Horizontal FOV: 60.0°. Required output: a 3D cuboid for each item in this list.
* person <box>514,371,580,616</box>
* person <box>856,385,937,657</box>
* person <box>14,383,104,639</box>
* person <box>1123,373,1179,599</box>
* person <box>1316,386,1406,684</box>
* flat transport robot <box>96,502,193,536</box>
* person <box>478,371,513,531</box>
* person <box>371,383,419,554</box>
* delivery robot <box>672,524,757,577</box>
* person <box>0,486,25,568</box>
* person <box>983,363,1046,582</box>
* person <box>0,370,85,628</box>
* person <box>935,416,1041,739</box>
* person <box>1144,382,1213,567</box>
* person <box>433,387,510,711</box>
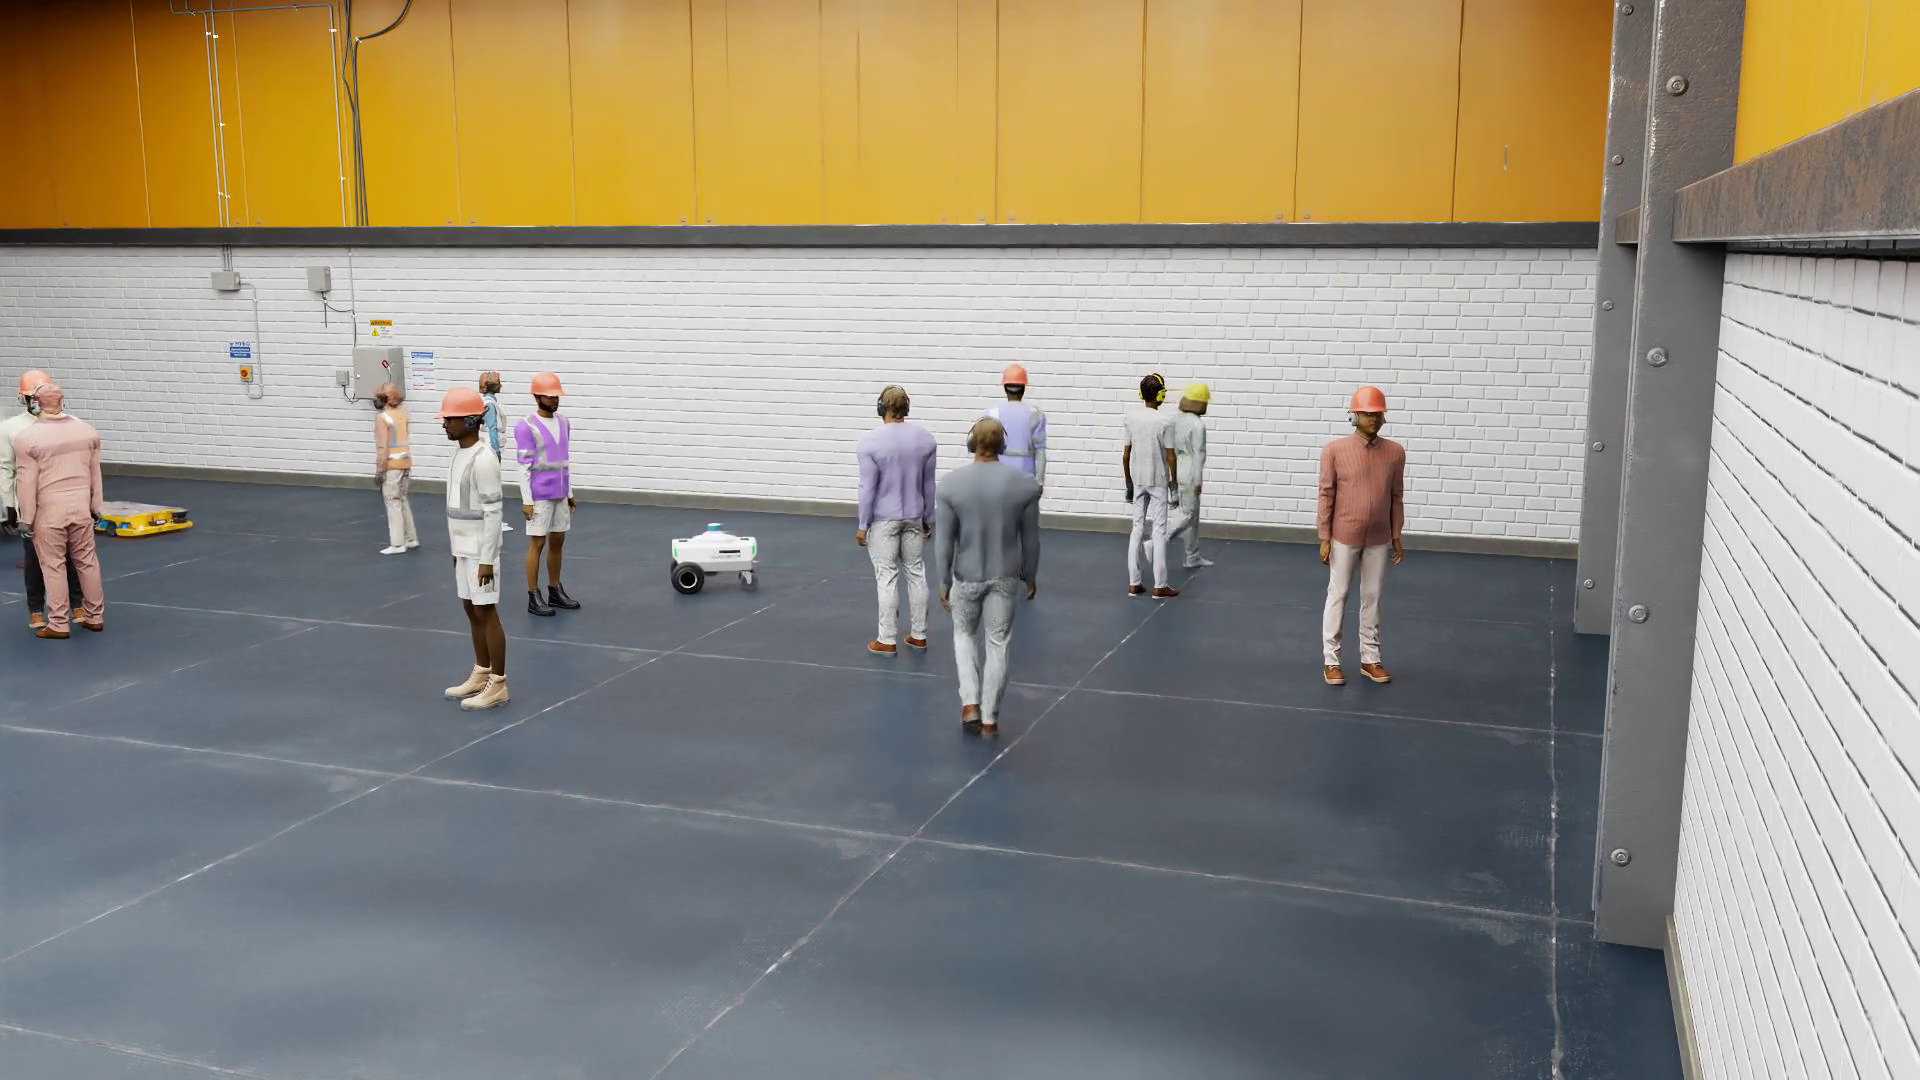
[{"bbox_3d":[-3.251,-0.372,13.205,0.371,1.935,0.551,6,12,29],"label":"person"},{"bbox_3d":[-0.455,-0.135,11.867,0.633,1.938,0.356,-6,12,-31],"label":"person"},{"bbox_3d":[-6.731,-0.216,12.417,0.404,1.904,0.651,5,11,28],"label":"person"},{"bbox_3d":[1.594,-0.447,13.820,0.513,1.872,0.328,7,12,33],"label":"person"},{"bbox_3d":[2.680,-0.030,11.113,0.612,1.997,0.375,-2,10,-11],"label":"person"},{"bbox_3d":[-8.646,-0.229,17.094,1.431,0.197,0.652,5,11,28],"label":"flat transport robot"},{"bbox_3d":[-4.798,-0.909,17.066,0.309,1.641,0.513,-4,11,-22],"label":"person"},{"bbox_3d":[-5.371,-0.670,15.773,0.318,1.632,0.536,1,10,7],"label":"person"},{"bbox_3d":[-2.089,0.103,14.157,0.707,0.478,0.477,-2,10,-10],"label":"delivery robot"},{"bbox_3d":[-8.762,-0.608,14.935,1.003,1.808,0.482,-1,10,-4],"label":"person"},{"bbox_3d":[0.458,-0.545,14.233,0.544,1.925,0.448,0,10,1],"label":"person"},{"bbox_3d":[-7.006,-0.313,12.760,0.608,1.987,0.409,-8,13,-37],"label":"person"},{"bbox_3d":[0.166,0.217,9.926,0.643,1.918,0.513,-1,10,-3],"label":"person"},{"bbox_3d":[1.985,-0.565,14.940,0.702,1.716,0.497,-3,11,-18],"label":"person"},{"bbox_3d":[-3.092,0.053,10.515,0.371,2.042,0.614,-7,12,-33],"label":"person"}]
